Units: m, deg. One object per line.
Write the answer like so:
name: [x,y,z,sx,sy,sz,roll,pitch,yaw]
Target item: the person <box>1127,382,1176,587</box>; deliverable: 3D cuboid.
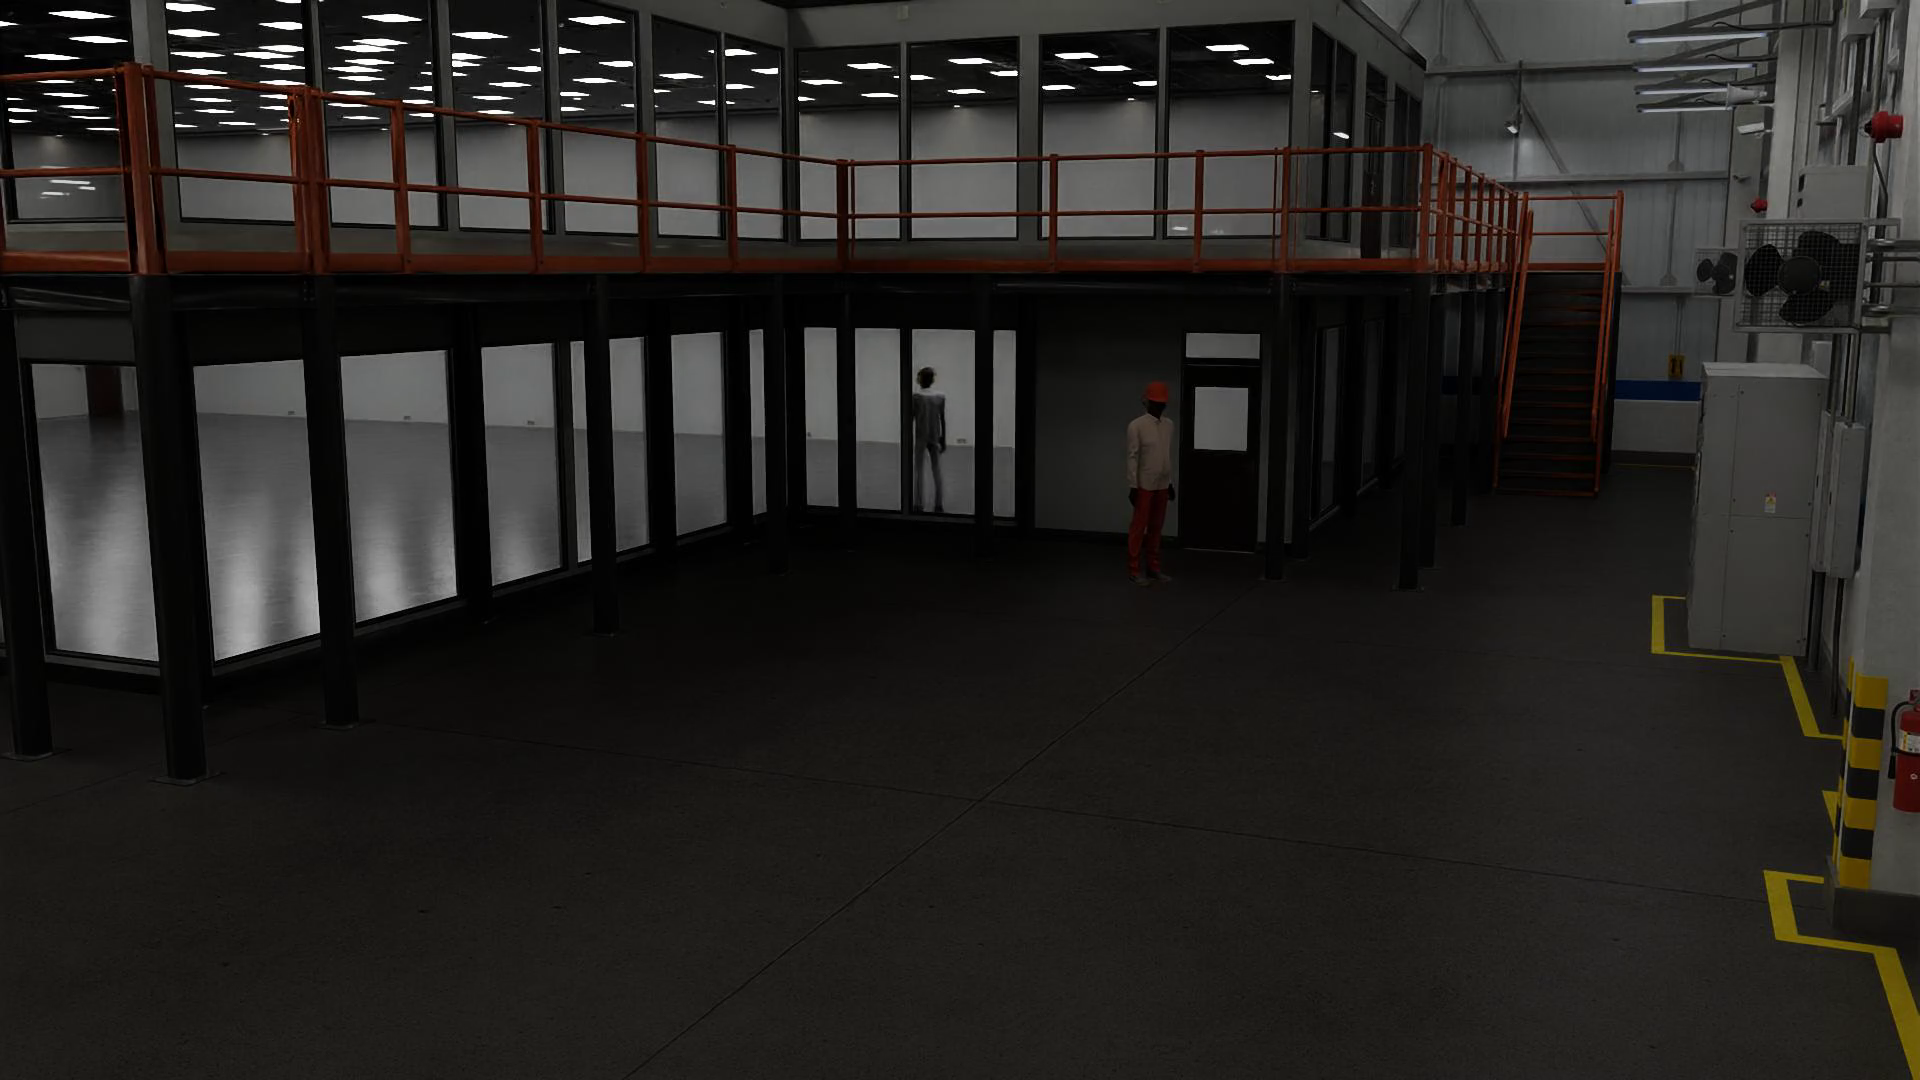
person: [1.872,-0.544,16.158,0.619,1.990,0.391,-8,12,-40]
